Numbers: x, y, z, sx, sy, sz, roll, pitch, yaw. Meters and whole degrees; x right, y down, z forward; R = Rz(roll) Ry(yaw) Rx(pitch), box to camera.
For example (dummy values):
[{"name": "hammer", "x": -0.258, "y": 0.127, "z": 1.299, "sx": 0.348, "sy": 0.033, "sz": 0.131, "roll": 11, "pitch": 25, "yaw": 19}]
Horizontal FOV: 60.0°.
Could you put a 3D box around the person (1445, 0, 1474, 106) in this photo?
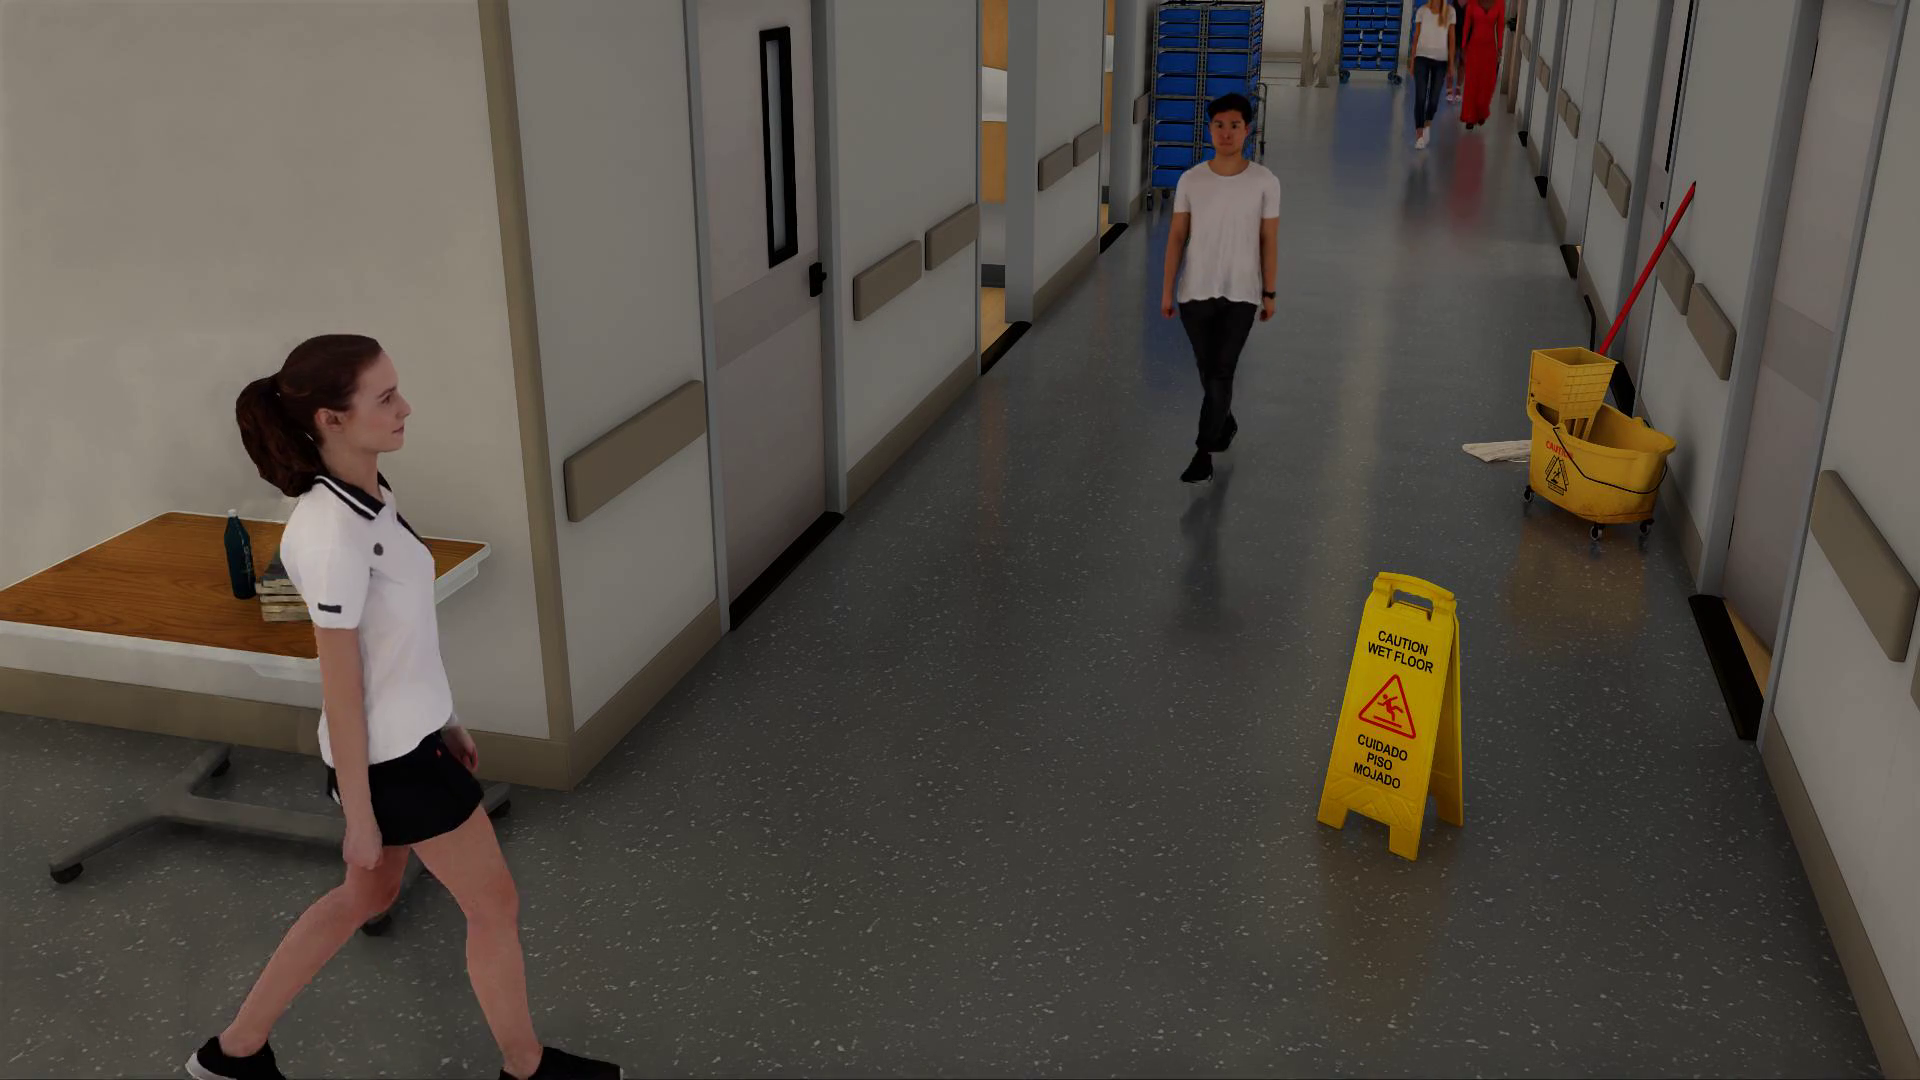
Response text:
[{"name": "person", "x": 6.662, "y": -6.662, "z": 22.087, "sx": 0.554, "sy": 1.742, "sz": 1.052, "roll": 5, "pitch": 21, "yaw": 14}]

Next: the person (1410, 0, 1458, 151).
[{"name": "person", "x": 5.108, "y": -5.159, "z": 18.075, "sx": 0.657, "sy": 1.772, "sz": 1.153, "roll": 3, "pitch": 21, "yaw": 8}]

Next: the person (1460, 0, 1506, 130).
[{"name": "person", "x": 6.166, "y": -5.762, "z": 19.665, "sx": 0.625, "sy": 1.774, "sz": 0.651, "roll": 5, "pitch": 21, "yaw": 12}]

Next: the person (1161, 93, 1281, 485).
[{"name": "person", "x": 1.196, "y": -1.140, "z": 7.548, "sx": 0.760, "sy": 1.682, "sz": 1.141, "roll": 9, "pitch": 22, "yaw": 22}]

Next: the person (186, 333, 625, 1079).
[{"name": "person", "x": -1.227, "y": 0.458, "z": 3.327, "sx": 1.013, "sy": 1.715, "sz": 1.102, "roll": -7, "pitch": 22, "yaw": -17}]
